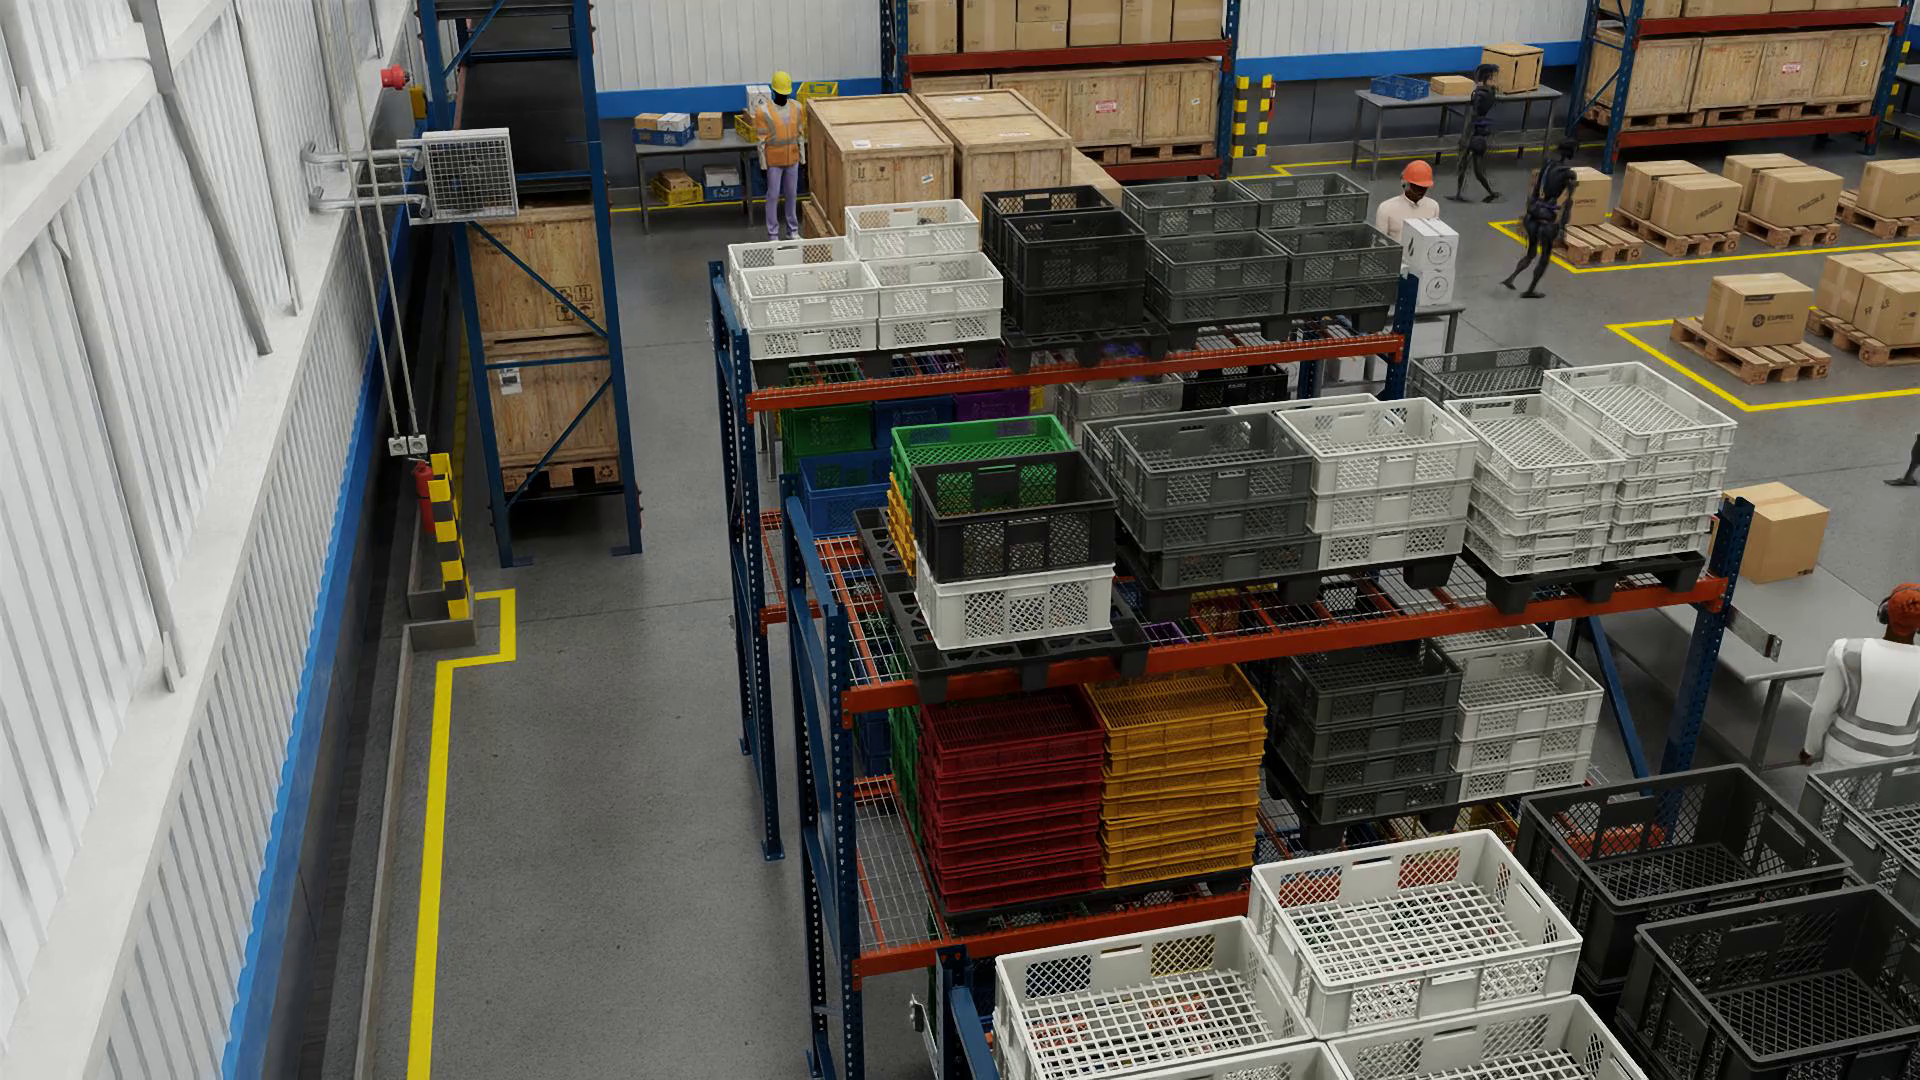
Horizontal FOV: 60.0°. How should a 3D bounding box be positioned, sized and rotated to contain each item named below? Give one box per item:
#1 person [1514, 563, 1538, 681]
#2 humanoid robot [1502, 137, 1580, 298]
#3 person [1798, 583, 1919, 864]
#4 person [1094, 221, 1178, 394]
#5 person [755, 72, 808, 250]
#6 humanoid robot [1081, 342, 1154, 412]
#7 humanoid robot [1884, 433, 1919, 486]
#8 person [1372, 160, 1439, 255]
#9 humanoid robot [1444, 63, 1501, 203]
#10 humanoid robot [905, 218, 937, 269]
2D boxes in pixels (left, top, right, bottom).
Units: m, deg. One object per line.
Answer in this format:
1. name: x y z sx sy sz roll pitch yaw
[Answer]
1. person: 3.483 0.139 10.186 0.337 1.756 0.516 3 28 5
2. humanoid robot: 5.848 -3.226 16.665 0.468 1.630 0.613 -8 29 -15
3. person: 4.516 1.065 8.296 0.574 1.882 0.362 12 30 22
4. person: 1.386 -1.624 13.230 0.679 2.000 0.924 -12 30 -22
5. person: -1.927 -4.142 18.138 0.585 1.917 0.377 -18 33 -30
6. humanoid robot: 1.107 -0.797 12.066 0.593 1.625 0.573 10 29 17
7. humanoid robot: 7.699 -1.146 12.780 0.738 1.642 0.611 -5 28 -9
8. person: 3.920 -2.384 14.736 0.618 1.988 0.402 -6 28 -12
9. humanoid robot: 6.174 -4.792 19.673 0.645 1.647 0.618 6 28 11
10. humanoid robot: -0.358 -1.918 14.222 0.714 1.619 0.644 -3 28 -6
